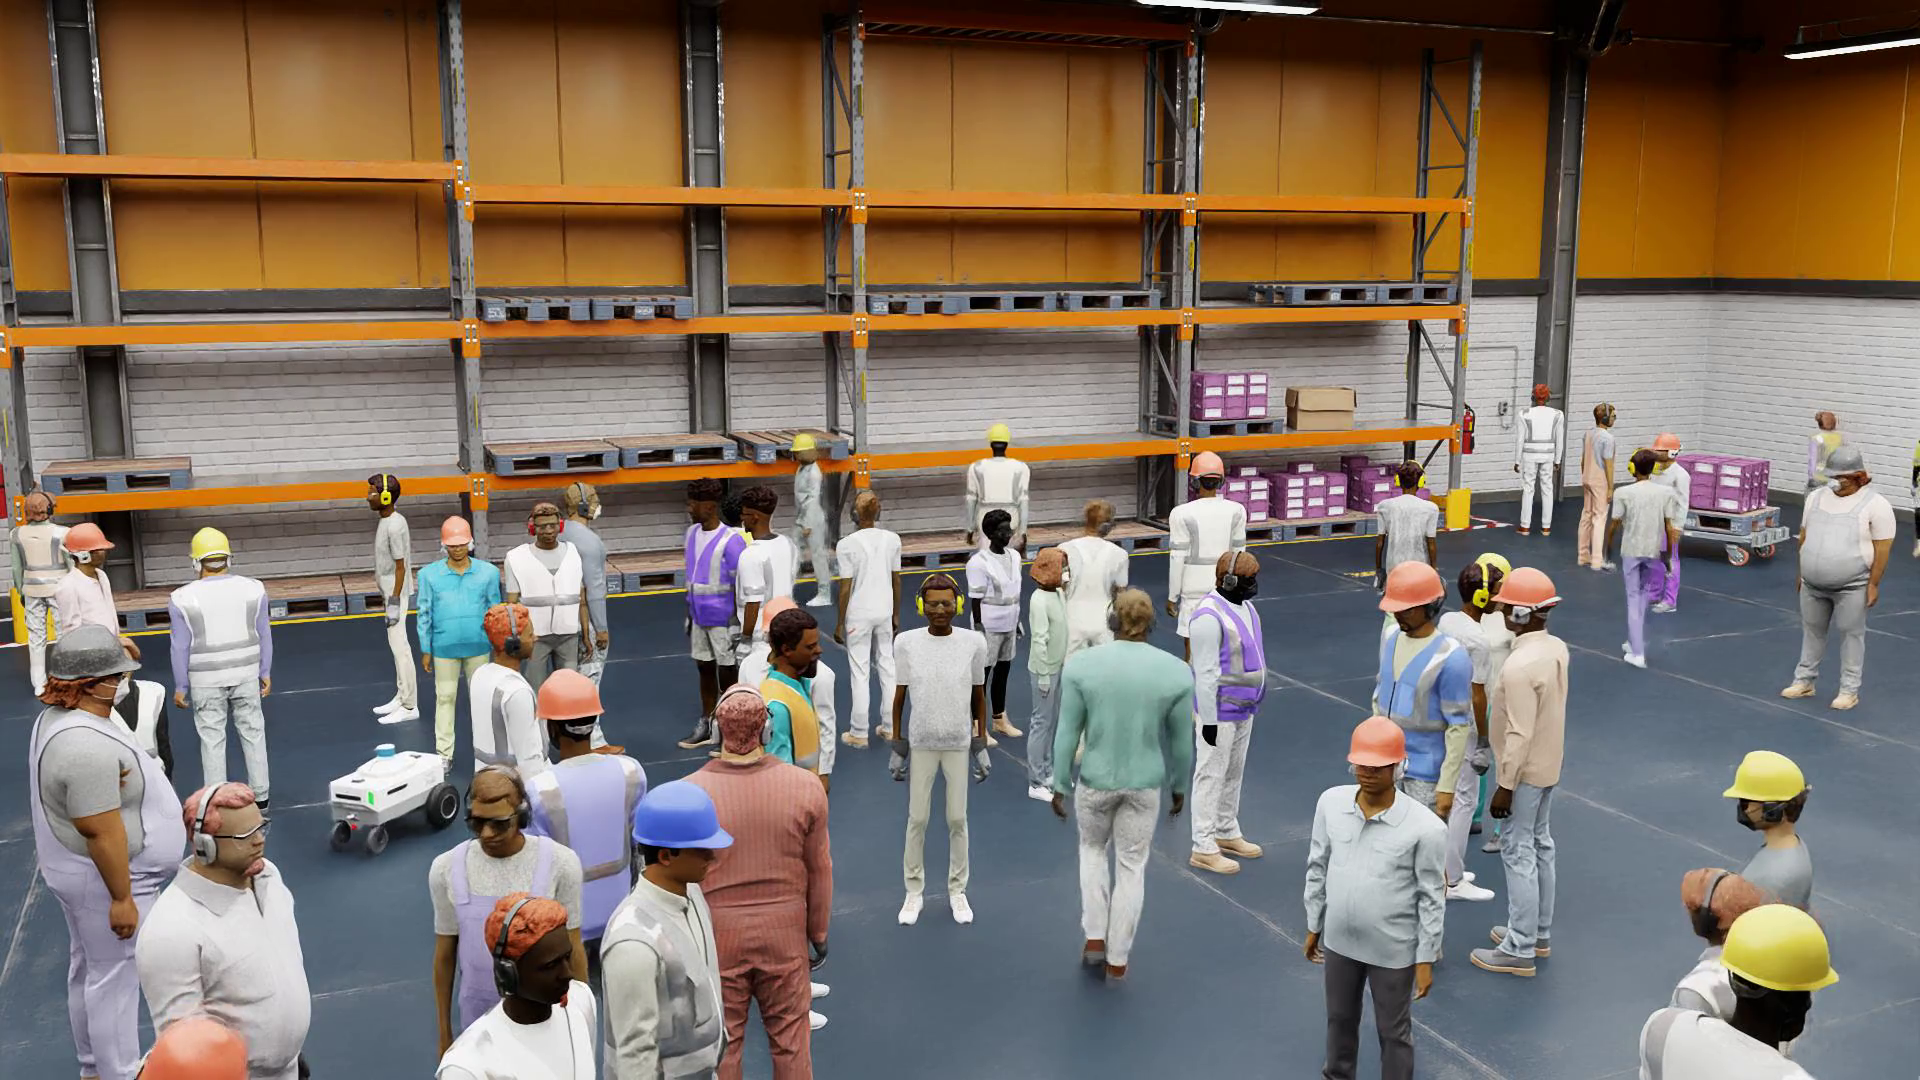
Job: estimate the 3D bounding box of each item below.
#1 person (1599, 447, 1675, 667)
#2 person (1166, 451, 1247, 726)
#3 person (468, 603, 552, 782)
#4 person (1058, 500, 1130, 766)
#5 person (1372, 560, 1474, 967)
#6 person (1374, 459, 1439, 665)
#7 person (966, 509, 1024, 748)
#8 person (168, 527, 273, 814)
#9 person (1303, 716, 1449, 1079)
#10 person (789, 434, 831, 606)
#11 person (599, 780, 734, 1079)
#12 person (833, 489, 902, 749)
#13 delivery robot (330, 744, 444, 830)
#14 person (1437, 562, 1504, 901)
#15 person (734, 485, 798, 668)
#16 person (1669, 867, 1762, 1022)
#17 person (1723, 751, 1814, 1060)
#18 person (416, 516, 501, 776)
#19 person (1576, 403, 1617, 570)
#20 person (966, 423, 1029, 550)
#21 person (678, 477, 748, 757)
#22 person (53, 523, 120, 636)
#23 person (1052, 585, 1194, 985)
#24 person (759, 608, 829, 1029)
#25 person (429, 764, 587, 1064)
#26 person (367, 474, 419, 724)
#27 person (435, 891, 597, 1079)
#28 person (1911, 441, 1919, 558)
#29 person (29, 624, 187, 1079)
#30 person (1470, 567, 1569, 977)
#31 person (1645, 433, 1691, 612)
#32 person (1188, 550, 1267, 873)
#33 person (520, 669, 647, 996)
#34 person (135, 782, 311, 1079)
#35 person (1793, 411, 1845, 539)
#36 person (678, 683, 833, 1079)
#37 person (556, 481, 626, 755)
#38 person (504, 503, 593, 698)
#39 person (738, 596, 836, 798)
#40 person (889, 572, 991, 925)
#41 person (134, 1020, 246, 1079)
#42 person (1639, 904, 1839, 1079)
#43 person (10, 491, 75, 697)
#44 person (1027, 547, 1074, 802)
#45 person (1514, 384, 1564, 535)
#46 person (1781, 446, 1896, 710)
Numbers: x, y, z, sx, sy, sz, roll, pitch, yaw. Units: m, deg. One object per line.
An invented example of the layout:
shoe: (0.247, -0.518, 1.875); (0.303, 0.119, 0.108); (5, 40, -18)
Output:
person: (5.769, 0.125, 14.253); (0.565, 1.840, 0.740); (0, 10, -2)
person: (1.807, 0.361, 12.328); (0.608, 2.044, 0.377); (-3, 10, -17)
person: (-2.086, 1.225, 7.815); (0.356, 1.883, 0.574); (-8, 13, -38)
person: (0.886, 0.640, 11.424); (0.564, 1.806, 0.454); (0, 10, -1)
person: (2.191, 1.096, 8.117); (0.395, 2.035, 0.605); (-4, 11, -24)
person: (3.572, 0.285, 13.302); (0.510, 1.860, 0.333); (6, 11, 30)
person: (0.260, 0.617, 11.853); (0.319, 1.696, 0.532); (8, 13, 39)
person: (-4.540, 0.830, 10.241); (0.588, 1.830, 0.403); (-8, 13, -38)
person: (1.576, 1.528, 6.421); (0.572, 1.755, 0.321); (9, 13, 41)
person: (-1.588, -0.179, 16.337); (0.711, 1.714, 0.510); (-5, 11, -25)
person: (-0.881, 1.673, 5.080); (0.410, 1.940, 0.609); (2, 10, 9)
person: (-0.653, 0.558, 11.761); (0.504, 1.847, 0.344); (-6, 11, -30)
delivery robot: (-3.424, 1.467, 9.955); (0.477, 0.478, 0.707); (3, 11, 20)
person: (2.740, 1.033, 9.009); (0.338, 1.857, 0.525); (-2, 10, -9)
person: (-1.310, 0.609, 11.118); (0.366, 1.967, 0.602); (4, 11, 22)
person: (2.320, 1.802, 5.258); (0.534, 1.610, 0.719); (-6, 12, -32)
person: (2.862, 1.615, 5.949); (0.342, 1.754, 0.531); (5, 11, 25)
person: (-3.353, 0.704, 11.183); (0.561, 1.752, 0.324); (-4, 11, -23)
person: (7.055, -0.589, 18.369); (0.343, 1.847, 0.506); (-2, 10, -13)
person: (0.355, -0.154, 15.712); (0.591, 1.904, 0.816); (0, 10, 1)
person: (-1.716, 0.527, 11.597); (0.608, 1.963, 0.370); (9, 13, 43)
person: (-5.650, 0.757, 10.874); (0.334, 1.751, 0.575); (-1, 10, -5)
person: (0.789, 1.165, 8.045); (0.669, 1.916, 0.564); (1, 10, 4)
person: (-0.794, 1.247, 7.580); (0.374, 1.916, 0.596); (0, 10, -1)
person: (-1.514, 1.632, 5.619); (0.517, 1.835, 0.361); (-1, 10, -3)
person: (-4.252, 0.431, 12.424); (0.329, 1.872, 0.510); (-4, 11, -23)
person: (-1.096, 1.826, 4.346); (0.351, 1.882, 0.581); (3, 10, 19)
person: (11.050, -0.586, 18.802); (0.554, 1.676, 0.364); (7, 12, 36)
person: (-3.424, 1.331, 6.746); (0.539, 2.000, 0.689); (-8, 13, -39)
person: (2.737, 1.117, 8.112); (0.395, 1.992, 0.622); (7, 12, 36)
person: (6.858, -0.173, 16.233); (0.339, 1.752, 0.564); (-2, 10, -9)
person: (1.527, 0.962, 9.478); (0.429, 1.837, 0.624); (6, 12, 32)
person: (-1.464, 1.445, 6.414); (0.547, 1.928, 0.381); (-9, 13, -41)
person: (-2.217, 1.672, 5.167); (0.407, 1.908, 0.641); (1, 10, 4)
person: (10.430, -0.744, 19.964); (0.536, 1.609, 0.760); (-3, 10, -16)
person: (-0.801, 1.478, 6.279); (0.639, 1.910, 0.407); (-2, 10, -13)
person: (-2.604, 0.558, 11.497); (0.373, 1.940, 0.628); (-8, 13, -39)
person: (-2.763, 0.656, 11.192); (0.570, 1.845, 0.379); (-6, 11, -30)
person: (-0.918, 1.148, 8.610); (0.572, 1.755, 0.319); (4, 11, 21)
person: (-0.103, 1.081, 8.667); (0.535, 1.874, 0.309); (0, 10, -2)
person: (-1.770, 1.989, 3.880); (0.578, 1.715, 0.696); (-4, 10, -20)
person: (1.958, 1.836, 4.205); (0.386, 1.921, 0.587); (-4, 11, -24)
person: (-7.167, 0.431, 13.085); (0.514, 1.641, 0.308); (-1, 10, -3)
person: (0.581, 0.850, 10.689); (0.284, 1.633, 0.500); (3, 10, 17)
person: (7.151, -0.990, 20.578); (0.575, 1.882, 0.355); (1, 10, 5)
person: (6.744, 0.278, 12.813); (0.536, 2.000, 0.682); (-6, 12, -32)
